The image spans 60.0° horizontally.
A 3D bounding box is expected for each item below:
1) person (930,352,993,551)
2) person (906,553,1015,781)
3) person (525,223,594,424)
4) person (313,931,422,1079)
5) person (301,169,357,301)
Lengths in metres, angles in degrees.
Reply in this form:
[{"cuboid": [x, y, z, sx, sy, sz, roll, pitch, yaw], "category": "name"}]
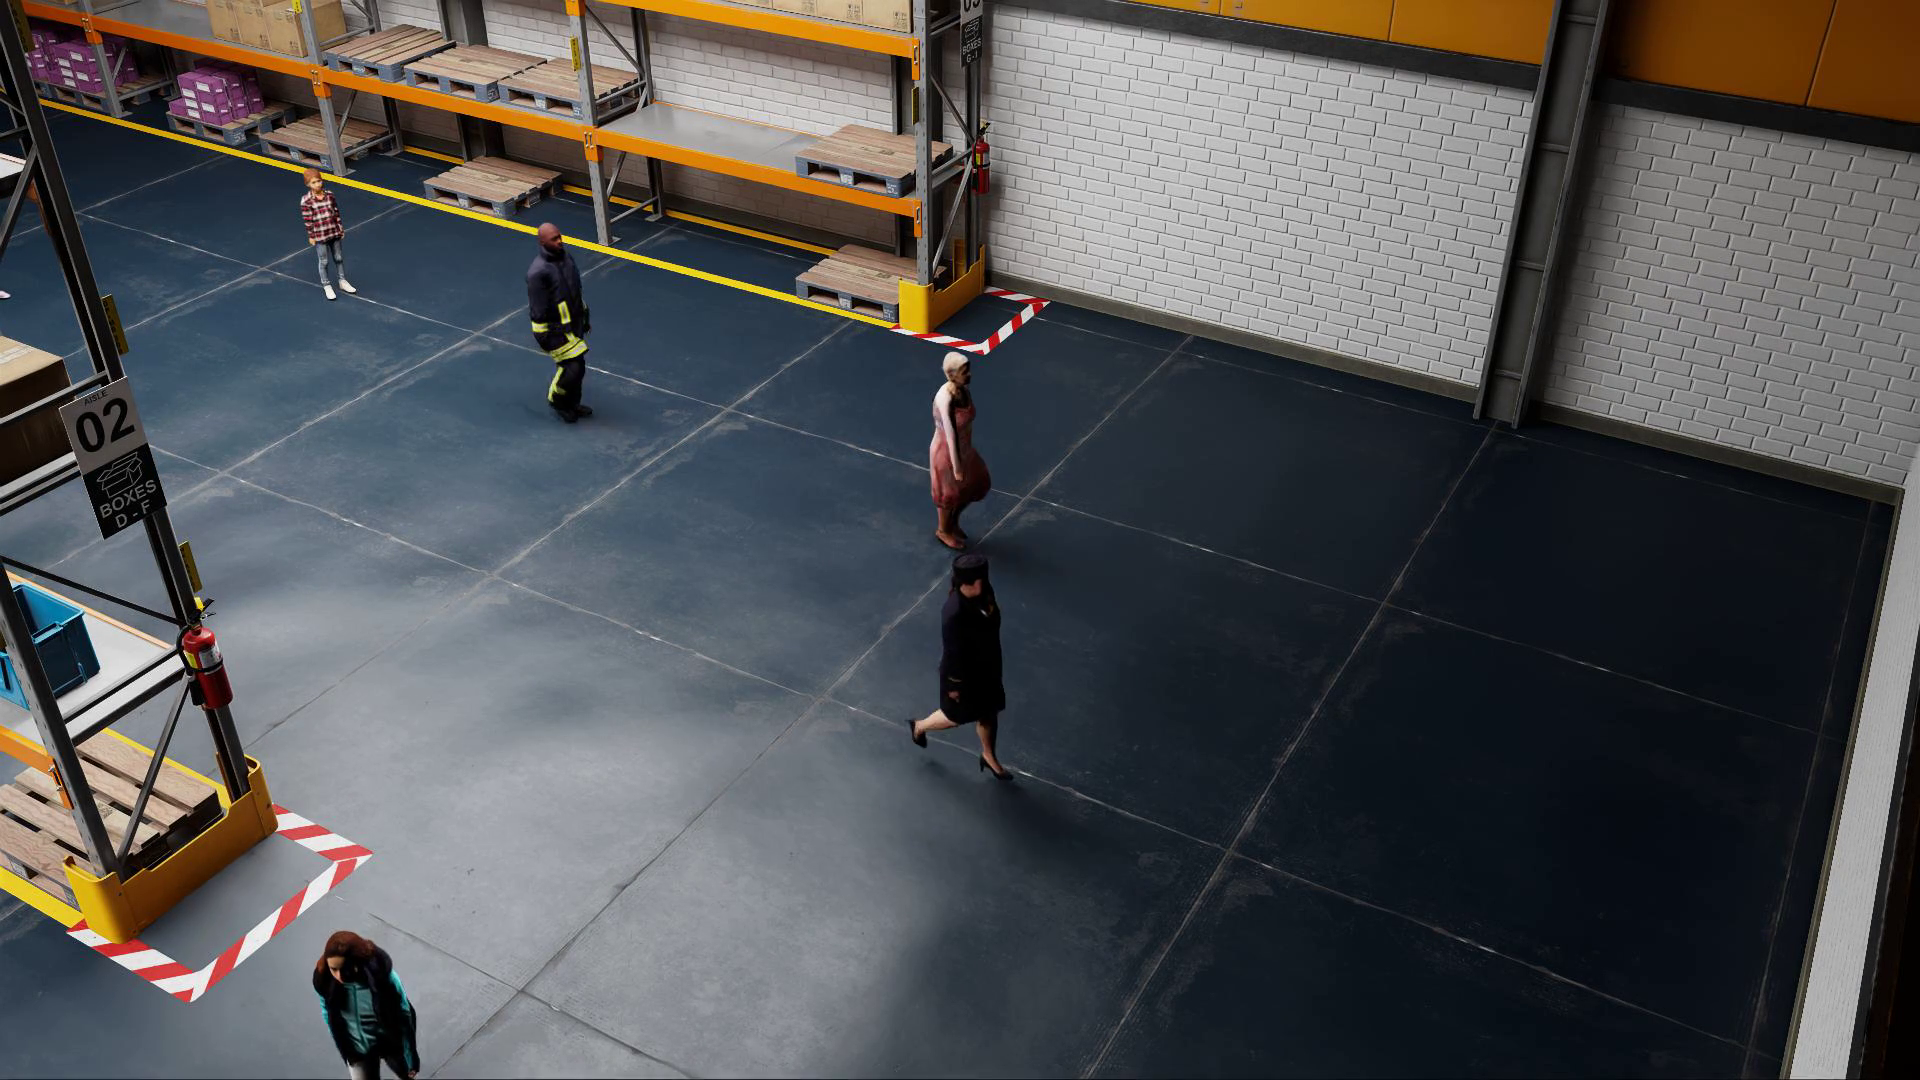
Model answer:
[{"cuboid": [-0.126, -0.665, 12.541, 0.629, 1.679, 0.606, 15, 37, 22], "category": "person"}, {"cuboid": [-0.002, 0.795, 10.370, 0.981, 1.650, 0.702, 17, 37, 23], "category": "person"}, {"cuboid": [-3.494, -1.885, 14.255, 0.796, 1.813, 0.791, 12, 35, 17], "category": "person"}, {"cuboid": [-2.836, 2.388, 8.141, 0.954, 1.465, 0.975, -6, 34, -9], "category": "person"}, {"cuboid": [-6.291, -3.053, 16.470, 0.589, 1.306, 0.576, 28, 43, 35], "category": "person"}]
